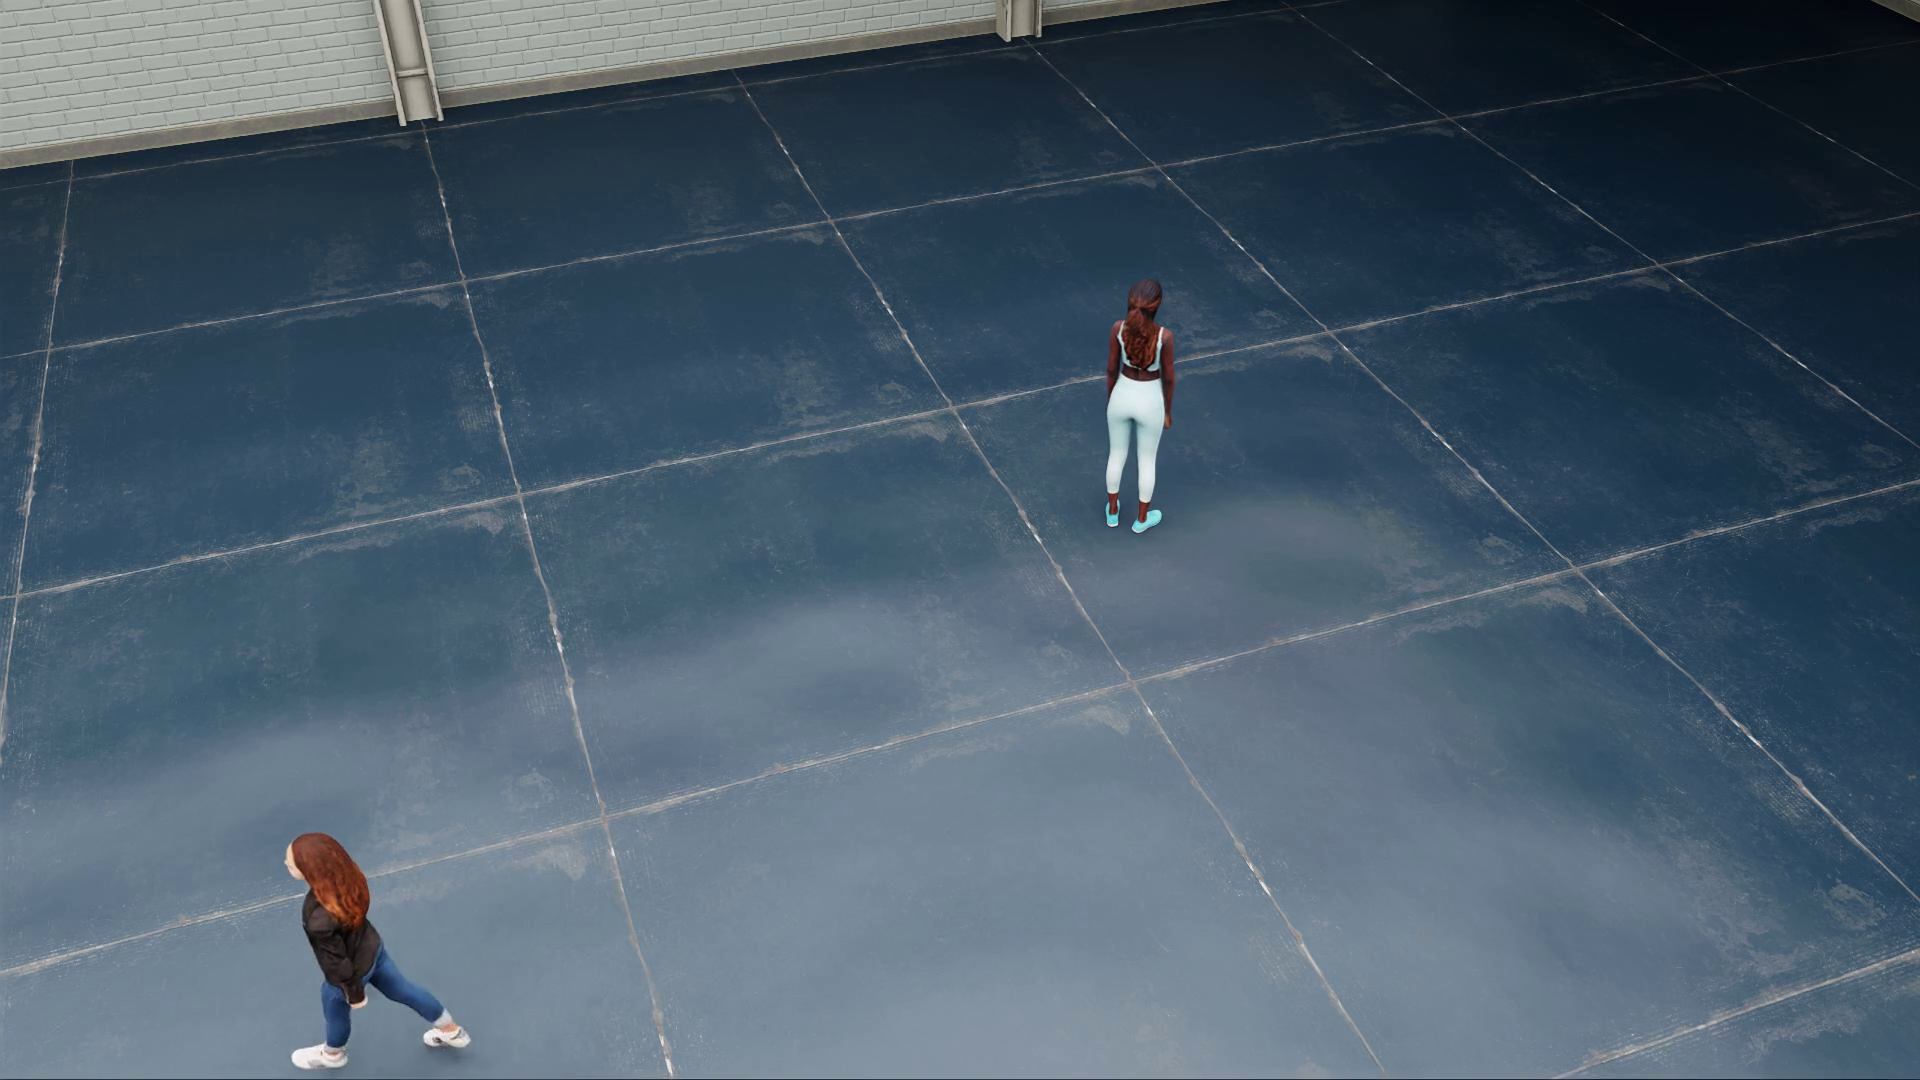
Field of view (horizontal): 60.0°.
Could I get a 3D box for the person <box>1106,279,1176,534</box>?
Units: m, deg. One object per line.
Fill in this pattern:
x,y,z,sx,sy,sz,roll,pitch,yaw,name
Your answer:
1.073,-0.810,10.097,0.644,1.725,0.717,13,40,16,person

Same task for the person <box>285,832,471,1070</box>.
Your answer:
-2.487,1.761,7.038,1.076,1.445,0.803,0,38,0,person
